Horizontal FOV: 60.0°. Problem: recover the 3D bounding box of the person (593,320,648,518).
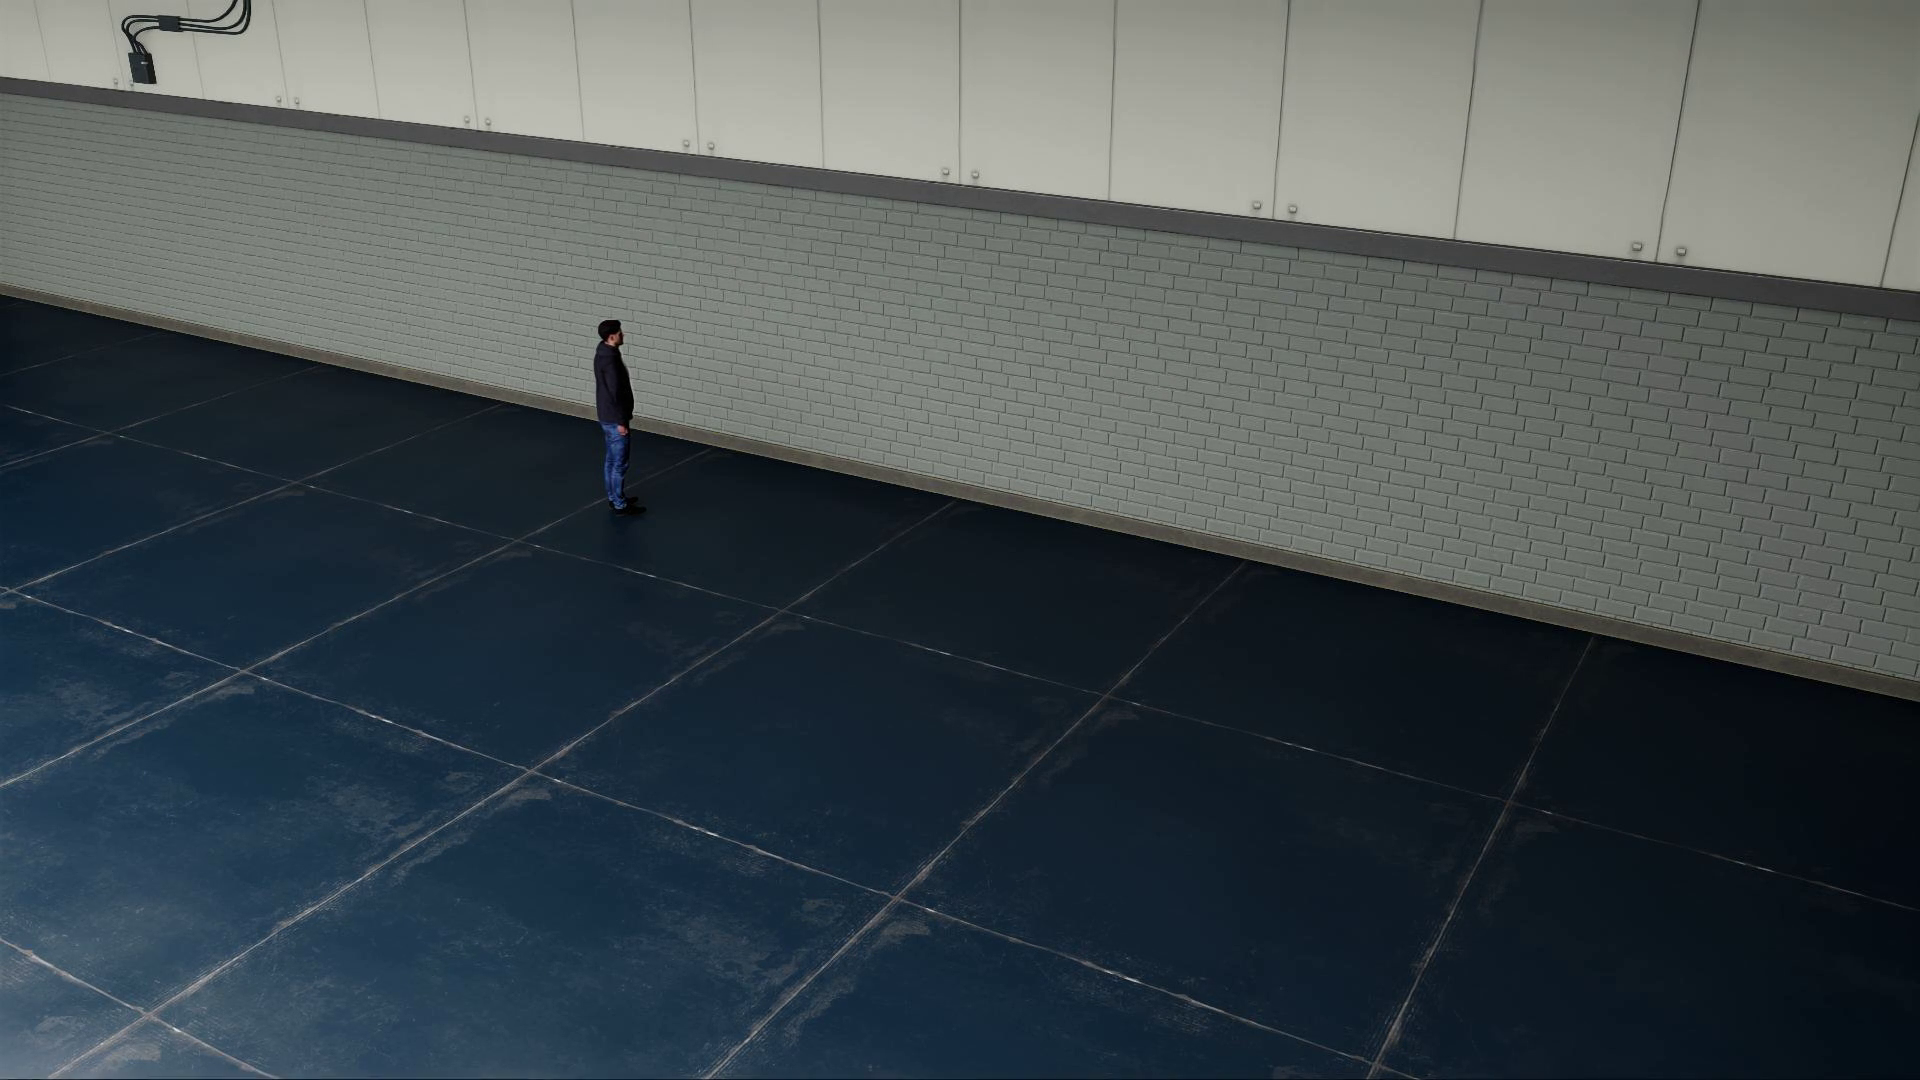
[{"bbox_3d":[-3.259,-1.155,15.653,0.780,1.895,0.761,-10,25,-23],"label":"person"}]
